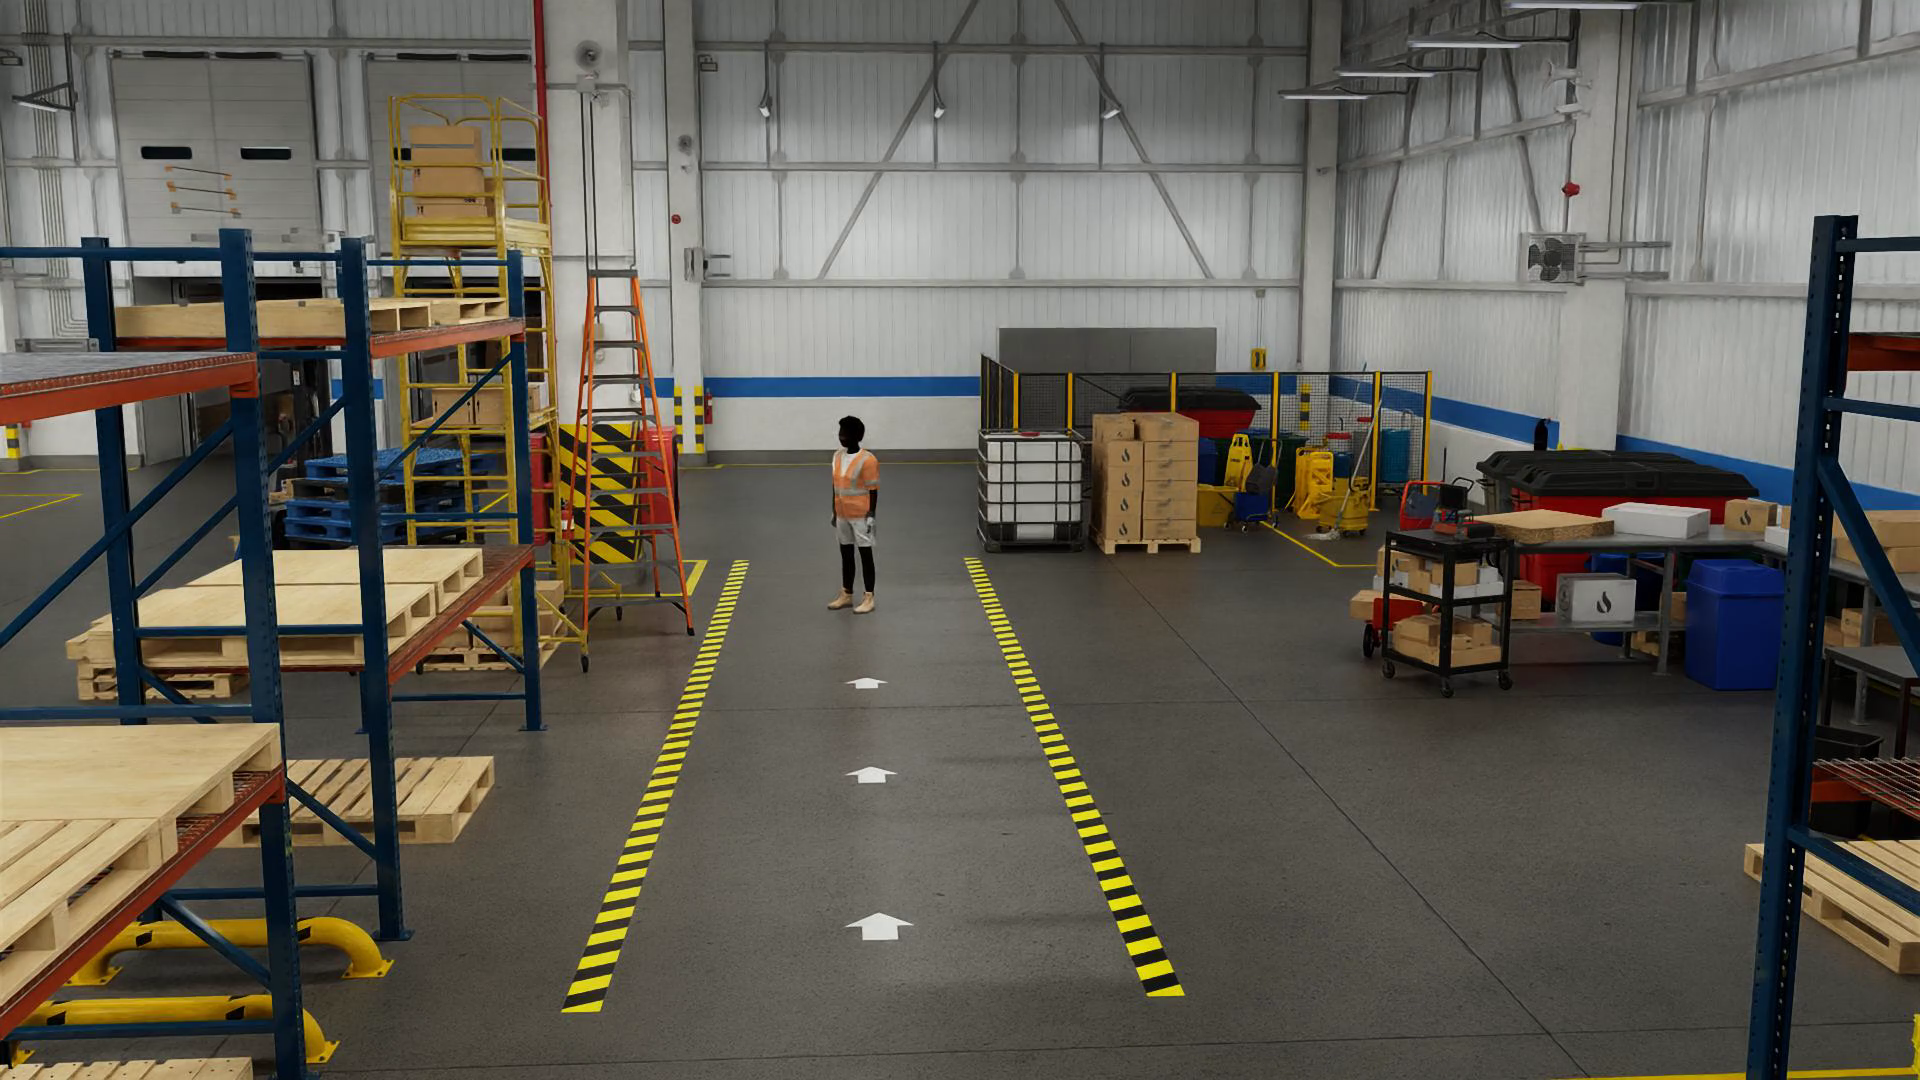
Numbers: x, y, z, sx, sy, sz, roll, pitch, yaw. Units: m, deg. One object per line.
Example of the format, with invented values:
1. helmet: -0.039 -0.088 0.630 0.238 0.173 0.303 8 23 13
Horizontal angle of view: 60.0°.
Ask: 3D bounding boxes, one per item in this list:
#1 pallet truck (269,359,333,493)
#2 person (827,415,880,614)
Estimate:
1. pallet truck: -7.062 -1.131 18.996 1.885 1.965 0.823 2 9 13
2. person: -0.903 -0.217 14.191 0.533 1.698 0.322 8 12 43
